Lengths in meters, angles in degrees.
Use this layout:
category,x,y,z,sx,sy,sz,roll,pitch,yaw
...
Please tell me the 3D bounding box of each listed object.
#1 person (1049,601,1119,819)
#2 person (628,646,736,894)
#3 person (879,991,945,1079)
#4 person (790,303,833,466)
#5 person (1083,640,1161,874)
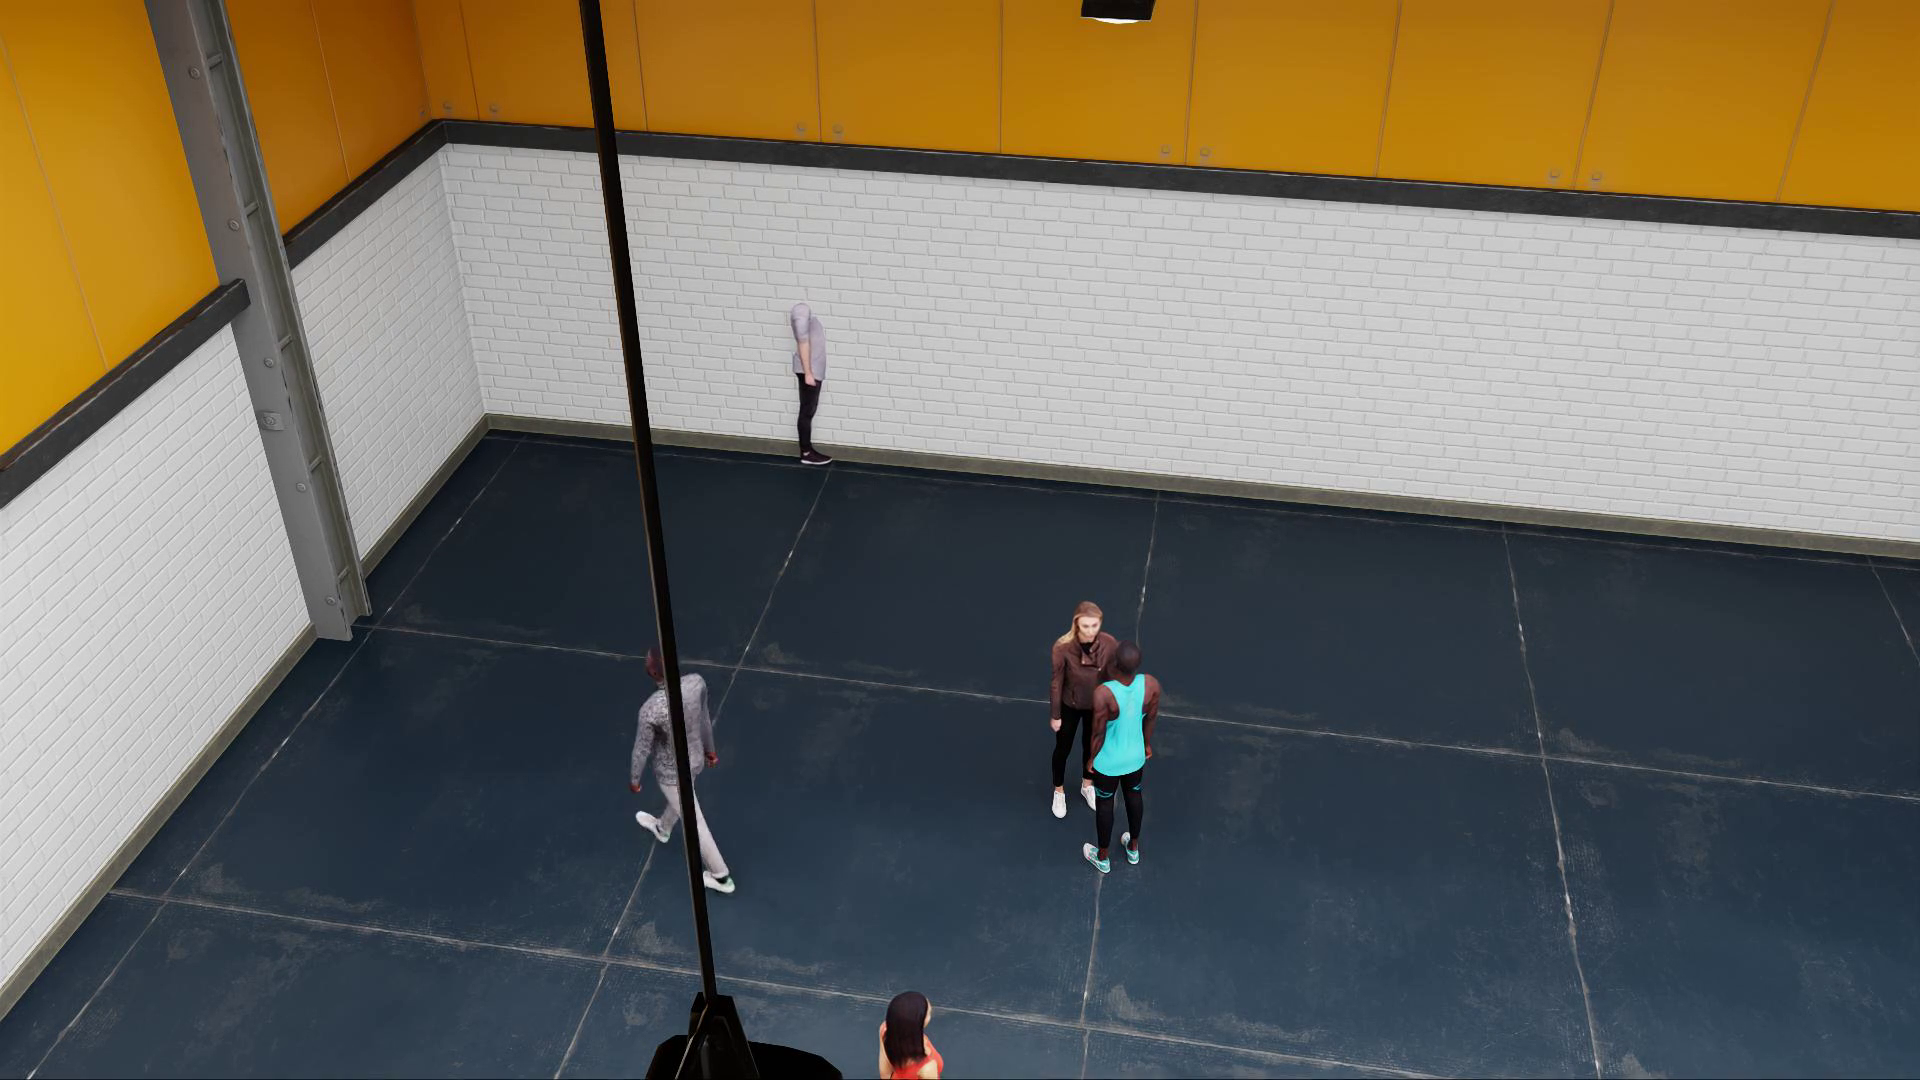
category,x,y,z,sx,sy,sz,roll,pitch,yaw
person,0.809,1.106,11.104,0.670,1.704,0.640,-7,34,-11
person,-1.698,1.477,10.467,1.111,1.791,1.228,21,39,29
person,-0.235,2.893,8.400,0.702,1.719,0.669,-28,43,-35
person,-1.360,-1.585,15.034,0.753,1.834,0.556,2,34,2
person,1.023,1.375,10.602,0.676,1.811,0.675,-11,35,-17
